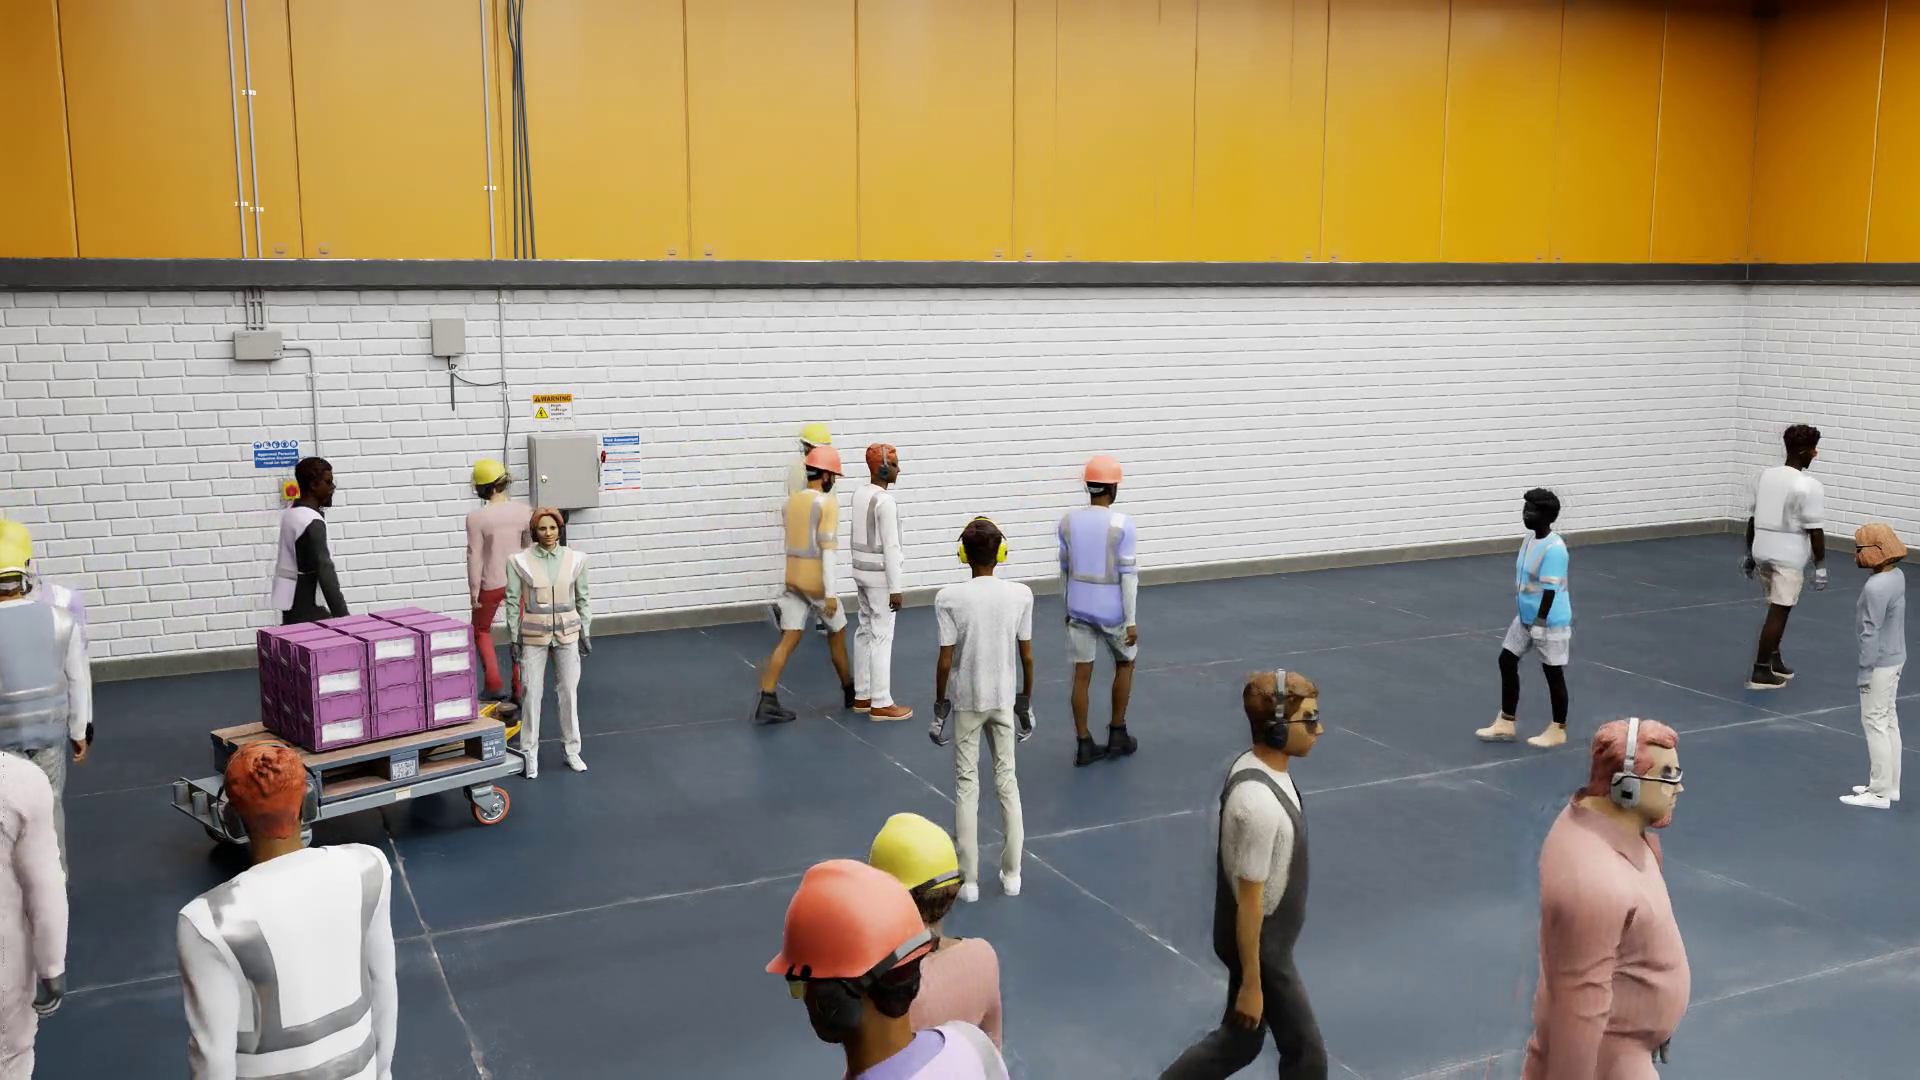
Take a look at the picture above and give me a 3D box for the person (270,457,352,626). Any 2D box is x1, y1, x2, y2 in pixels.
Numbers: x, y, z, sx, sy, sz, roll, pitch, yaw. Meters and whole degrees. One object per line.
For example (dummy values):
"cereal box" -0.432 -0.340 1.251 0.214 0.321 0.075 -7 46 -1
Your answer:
"person" -3.975 0.420 10.425 0.833 1.886 0.604 -5 10 -27

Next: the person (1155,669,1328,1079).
"person" 0.902 1.288 5.297 0.866 1.817 0.520 2 9 10

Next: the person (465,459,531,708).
"person" -3.209 0.303 11.582 0.576 1.752 0.470 -8 12 -42

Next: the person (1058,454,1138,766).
"person" 0.908 0.420 10.338 0.580 1.915 0.678 6 11 32

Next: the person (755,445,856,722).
"person" -1.004 0.291 11.307 0.582 1.871 1.023 8 12 42

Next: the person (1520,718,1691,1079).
"person" 1.755 1.382 4.599 0.999 1.859 0.642 3 9 15

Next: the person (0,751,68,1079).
"person" -3.058 1.289 5.040 0.660 1.889 0.551 -3 10 -17

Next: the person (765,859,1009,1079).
"person" -0.066 1.567 3.052 1.055 1.989 0.614 5 10 27

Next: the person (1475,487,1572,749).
"person" 3.585 0.504 10.547 0.670 1.669 0.555 0 9 -3

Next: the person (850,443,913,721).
"person" -0.555 0.281 11.309 0.337 1.882 0.584 -5 10 -27

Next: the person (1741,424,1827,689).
"person" 6.055 0.119 12.103 0.658 1.940 0.640 -3 10 -16

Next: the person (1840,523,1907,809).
"person" 5.208 0.713 9.457 0.310 1.624 0.492 8 12 42

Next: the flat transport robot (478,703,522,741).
"flat transport robot" -3.606 1.194 10.638 1.431 0.197 0.652 1 9 6

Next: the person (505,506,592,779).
"person" -2.476 0.608 10.038 0.511 1.640 0.308 -5 10 -26

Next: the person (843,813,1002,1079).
"person" -0.024 1.528 3.977 0.627 1.745 0.541 7 11 36

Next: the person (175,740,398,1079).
"person" -1.676 1.426 4.211 0.359 1.882 0.575 6 11 34

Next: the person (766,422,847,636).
"person" -1.263 -0.071 13.722 0.695 1.805 0.590 -5 10 -28

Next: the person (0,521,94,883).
"person" -4.460 0.836 7.899 0.614 1.867 1.006 -5 10 -27

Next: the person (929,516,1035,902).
"person" 0.108 0.817 8.056 0.534 1.861 0.311 -3 10 -17

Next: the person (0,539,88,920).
"person" -4.487 0.886 7.782 0.800 1.801 0.605 7 11 36
